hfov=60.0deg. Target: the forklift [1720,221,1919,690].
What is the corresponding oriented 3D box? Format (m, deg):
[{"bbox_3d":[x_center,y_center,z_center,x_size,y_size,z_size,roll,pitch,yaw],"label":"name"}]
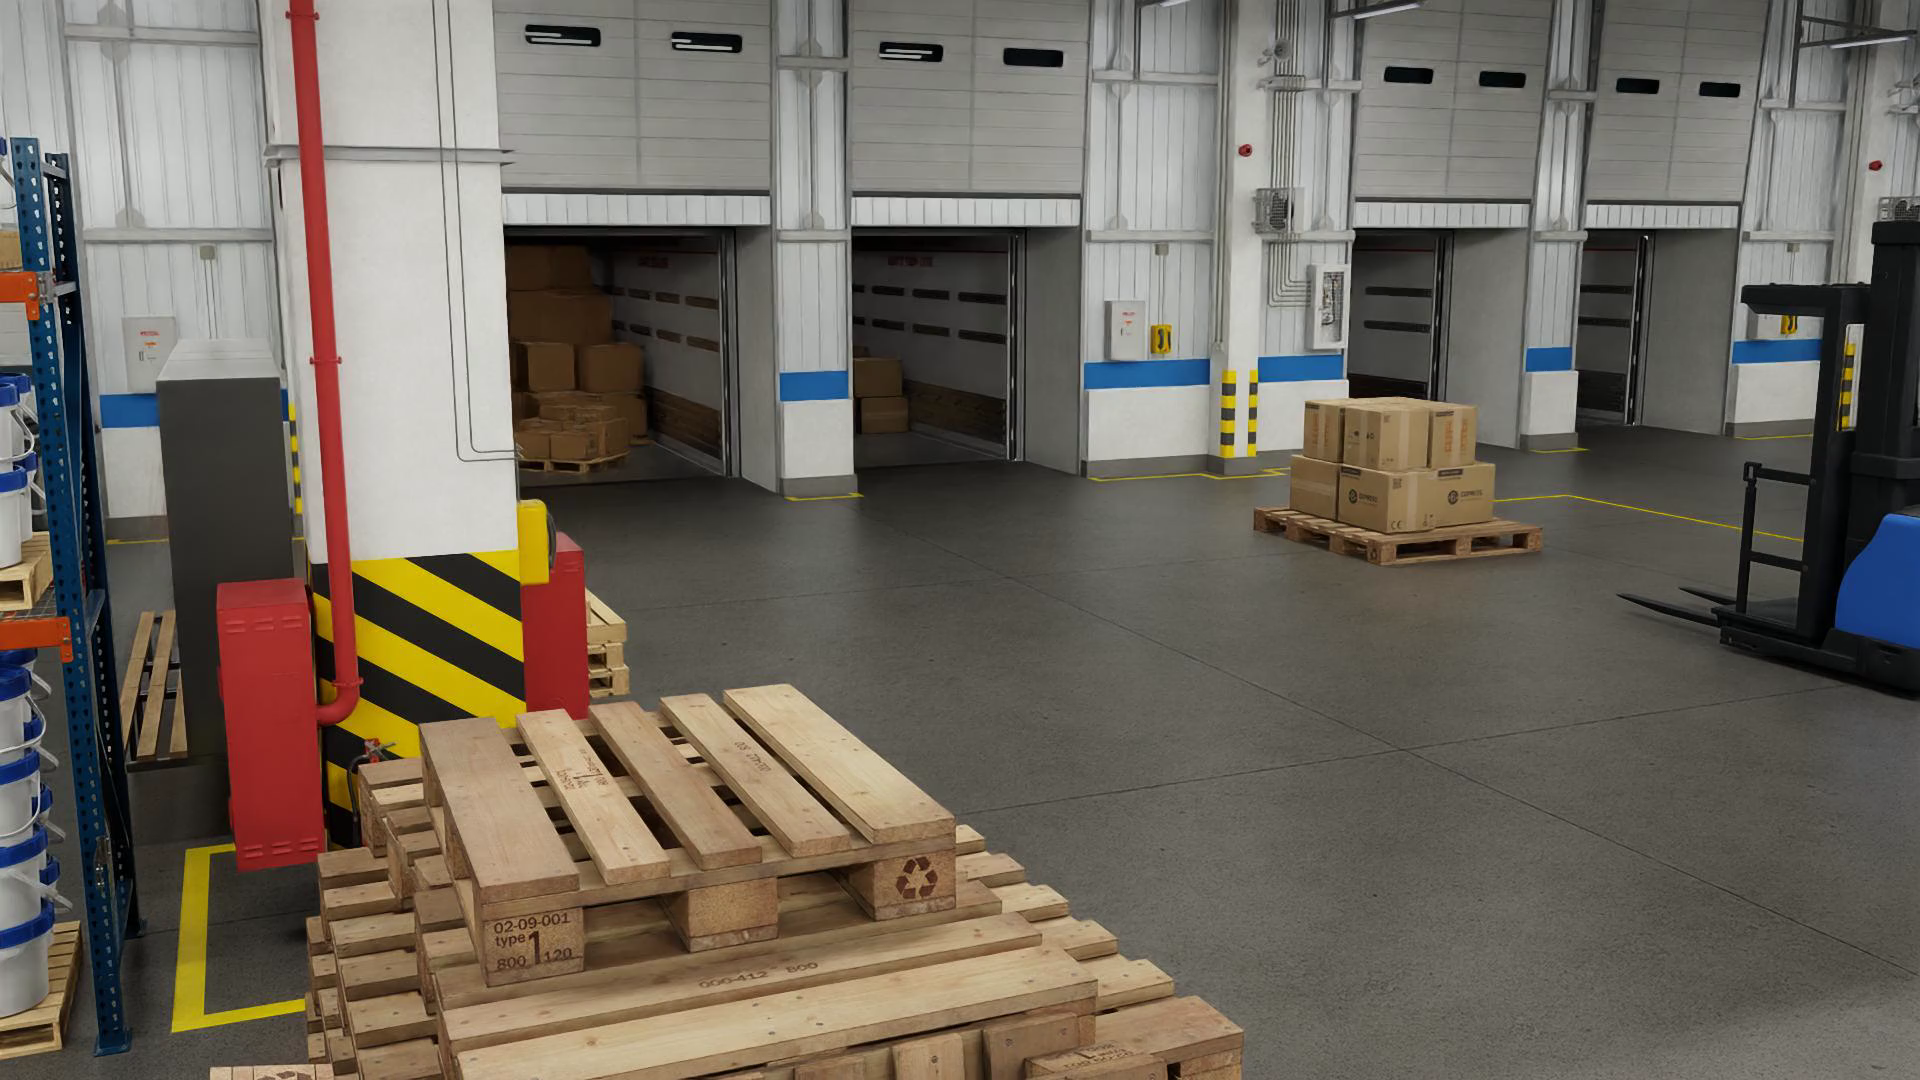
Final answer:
[{"bbox_3d":[5.949,-0.550,10.218,1.129,2.768,1.873,-4,11,-23],"label":"forklift"}]
